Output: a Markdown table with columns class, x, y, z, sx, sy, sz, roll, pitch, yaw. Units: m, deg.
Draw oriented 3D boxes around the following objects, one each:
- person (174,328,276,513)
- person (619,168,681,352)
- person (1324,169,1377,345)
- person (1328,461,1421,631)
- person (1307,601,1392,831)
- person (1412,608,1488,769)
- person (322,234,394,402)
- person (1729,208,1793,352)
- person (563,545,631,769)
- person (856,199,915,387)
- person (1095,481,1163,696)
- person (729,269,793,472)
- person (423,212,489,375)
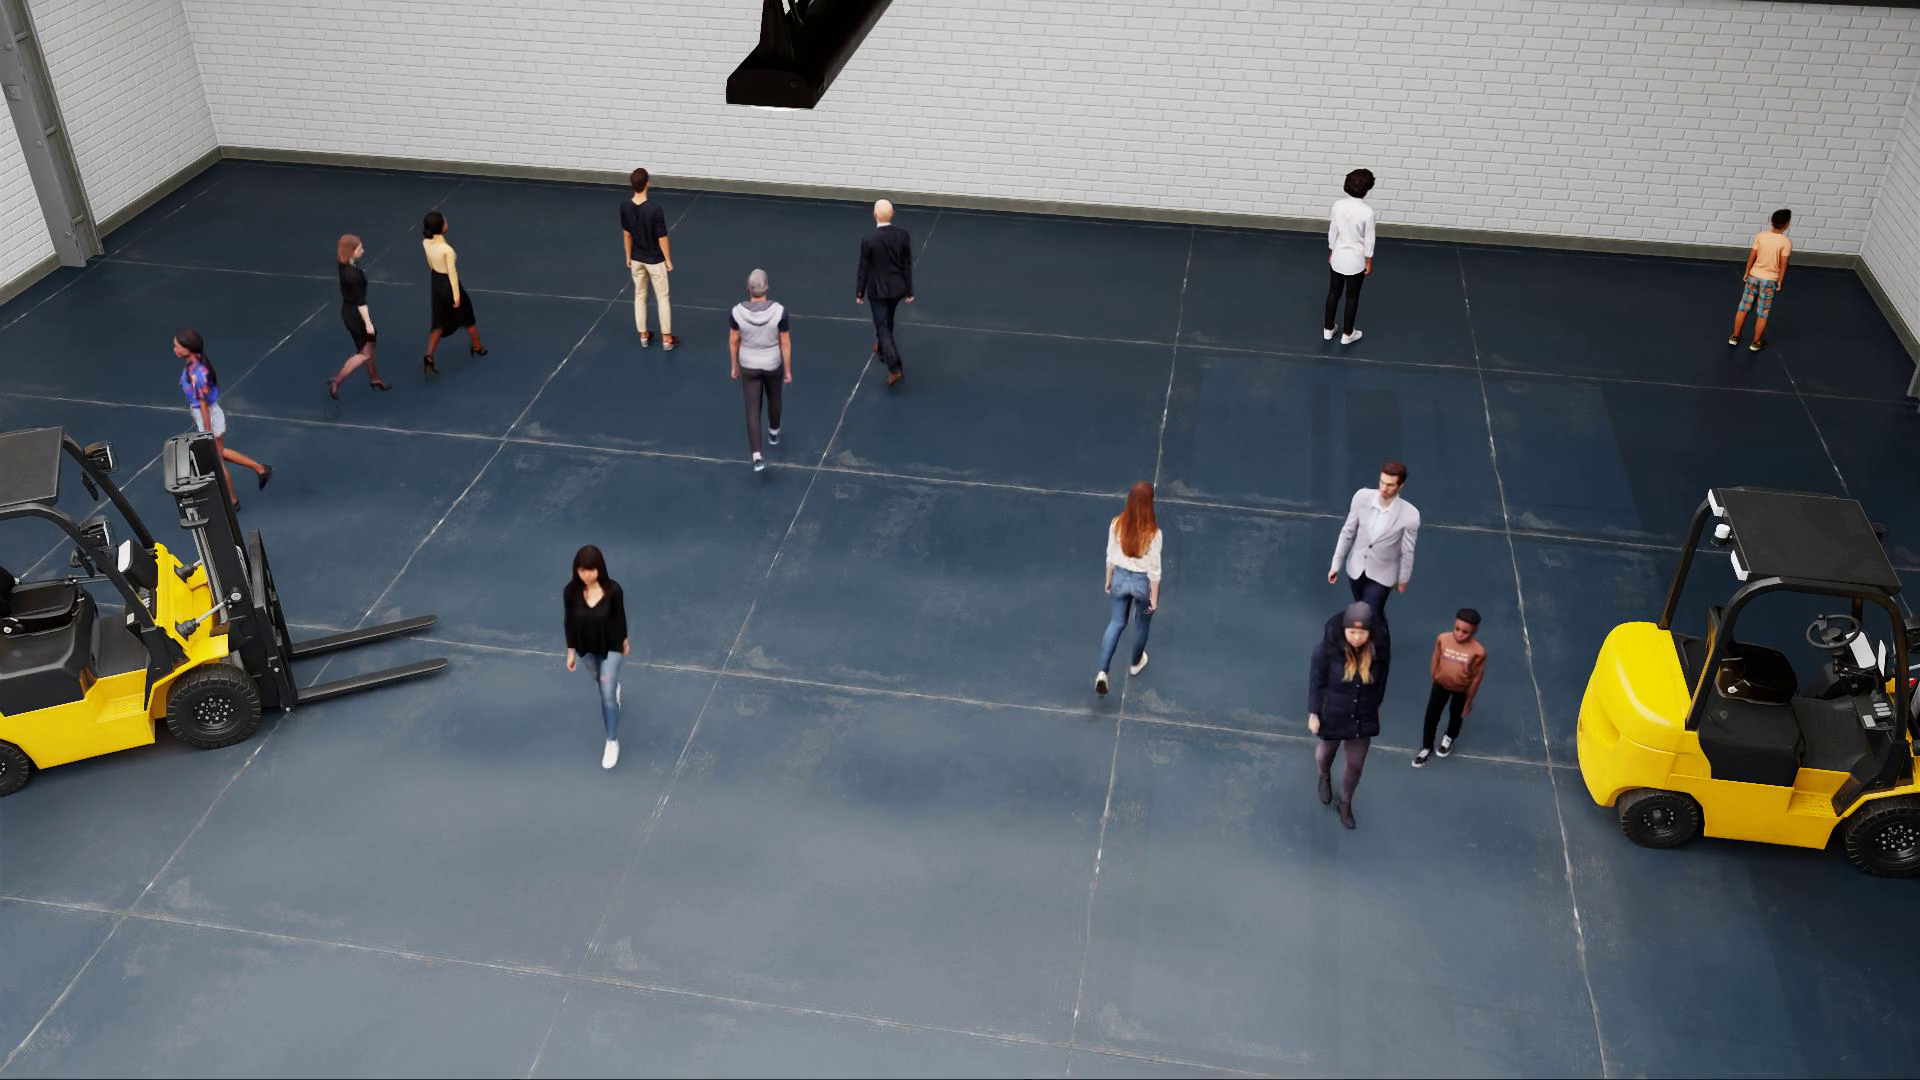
| class | x | y | z | sx | sy | sz | roll | pitch | yaw |
| --- | --- | --- | --- | --- | --- | --- | --- | --- | --- |
| person | -6.168 | -0.997 | 13.888 | 0.904 | 1.728 | 0.891 | -14 | 36 | -19 |
| person | -3.086 | -2.765 | 16.436 | 0.652 | 1.853 | 0.548 | 9 | 35 | 13 |
| person | 3.881 | -2.829 | 16.570 | 0.718 | 1.810 | 0.726 | 23 | 40 | 30 |
| person | 3.023 | 0.189 | 12.027 | 1.128 | 1.813 | 1.306 | 28 | 43 | 36 |
| person | 2.501 | 1.047 | 10.877 | 0.724 | 1.658 | 0.802 | 1 | 34 | 1 |
| person | 3.413 | 0.960 | 11.385 | 0.665 | 1.240 | 0.767 | 20 | 38 | 27 |
| person | -5.665 | -2.015 | 15.464 | 0.965 | 1.679 | 0.931 | -21 | 39 | -28 |
| person | 7.997 | -2.605 | 16.548 | 0.599 | 1.461 | 0.623 | 26 | 41 | 33 |
| person | -2.485 | 0.681 | 11.465 | 0.679 | 1.616 | 1.102 | 0 | 34 | 0 |
| person | -0.686 | -2.338 | 15.865 | 1.124 | 1.774 | 1.298 | -14 | 36 | -20 |
| person | 1.201 | 0.361 | 11.860 | 0.782 | 1.711 | 1.050 | 17 | 37 | 24 |
| person | -1.741 | -1.444 | 14.503 | 0.897 | 1.791 | 1.250 | -3 | 34 | -4 |
| person | -5.010 | -2.344 | 16.015 | 0.801 | 1.617 | 1.082 | 17 | 37 | 24 |
